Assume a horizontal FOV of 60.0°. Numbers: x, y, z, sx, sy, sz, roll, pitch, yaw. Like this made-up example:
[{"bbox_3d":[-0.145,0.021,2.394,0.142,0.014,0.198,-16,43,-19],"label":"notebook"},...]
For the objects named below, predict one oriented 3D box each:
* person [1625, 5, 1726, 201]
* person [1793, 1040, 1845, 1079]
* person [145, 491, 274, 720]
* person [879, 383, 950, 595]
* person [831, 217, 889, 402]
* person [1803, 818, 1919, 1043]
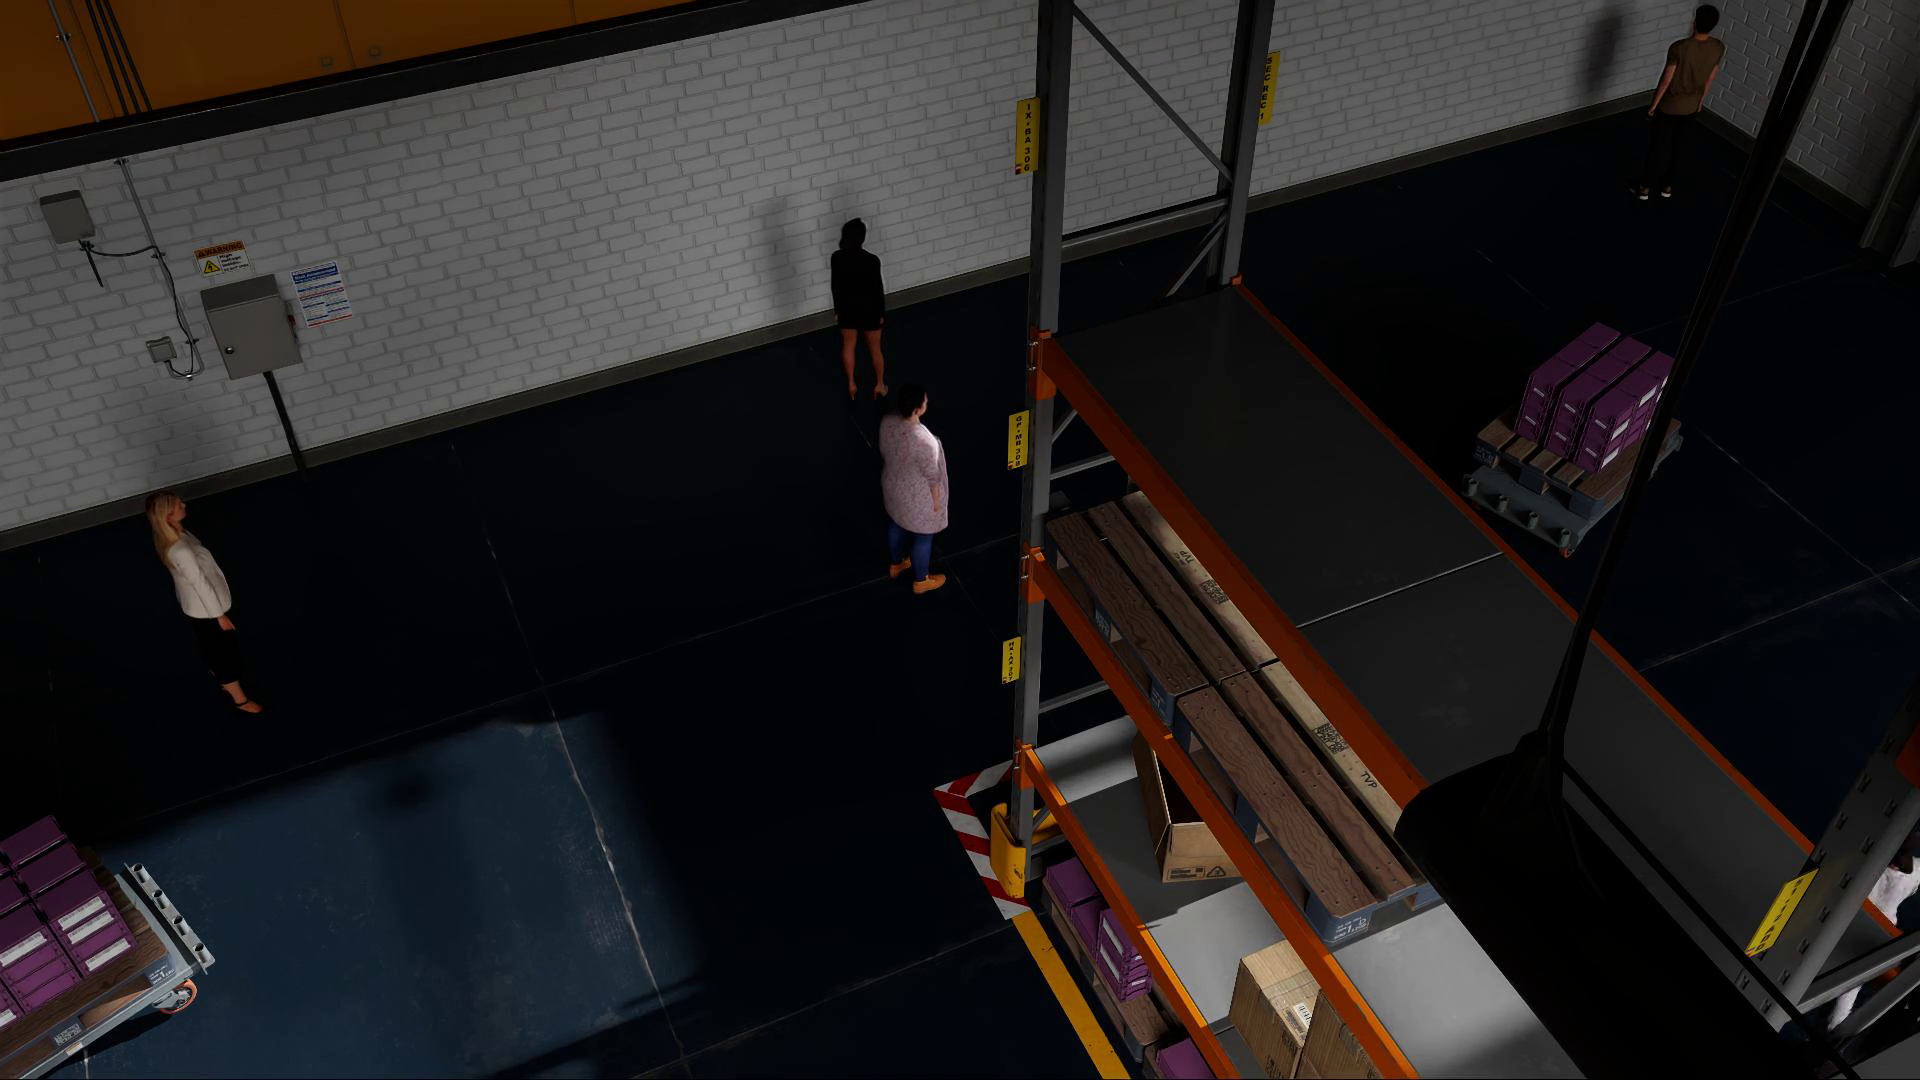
[{"bbox_3d":[6.488,-3.944,15.001,0.729,1.852,0.687,-4,44,-4],"label":"person"},{"bbox_3d":[3.846,2.870,7.970,0.699,1.685,0.681,23,48,22],"label":"person"},{"bbox_3d":[-4.730,0.409,10.428,0.743,1.857,0.567,-32,52,-29],"label":"person"},{"bbox_3d":[-0.335,-0.369,11.328,0.824,1.743,0.680,-33,53,-30],"label":"person"},{"bbox_3d":[-0.775,-1.762,12.865,0.690,1.639,0.747,7,44,7],"label":"person"},{"bbox_3d":[4.705,2.117,8.734,1.077,1.721,1.175,11,45,11],"label":"person"}]
